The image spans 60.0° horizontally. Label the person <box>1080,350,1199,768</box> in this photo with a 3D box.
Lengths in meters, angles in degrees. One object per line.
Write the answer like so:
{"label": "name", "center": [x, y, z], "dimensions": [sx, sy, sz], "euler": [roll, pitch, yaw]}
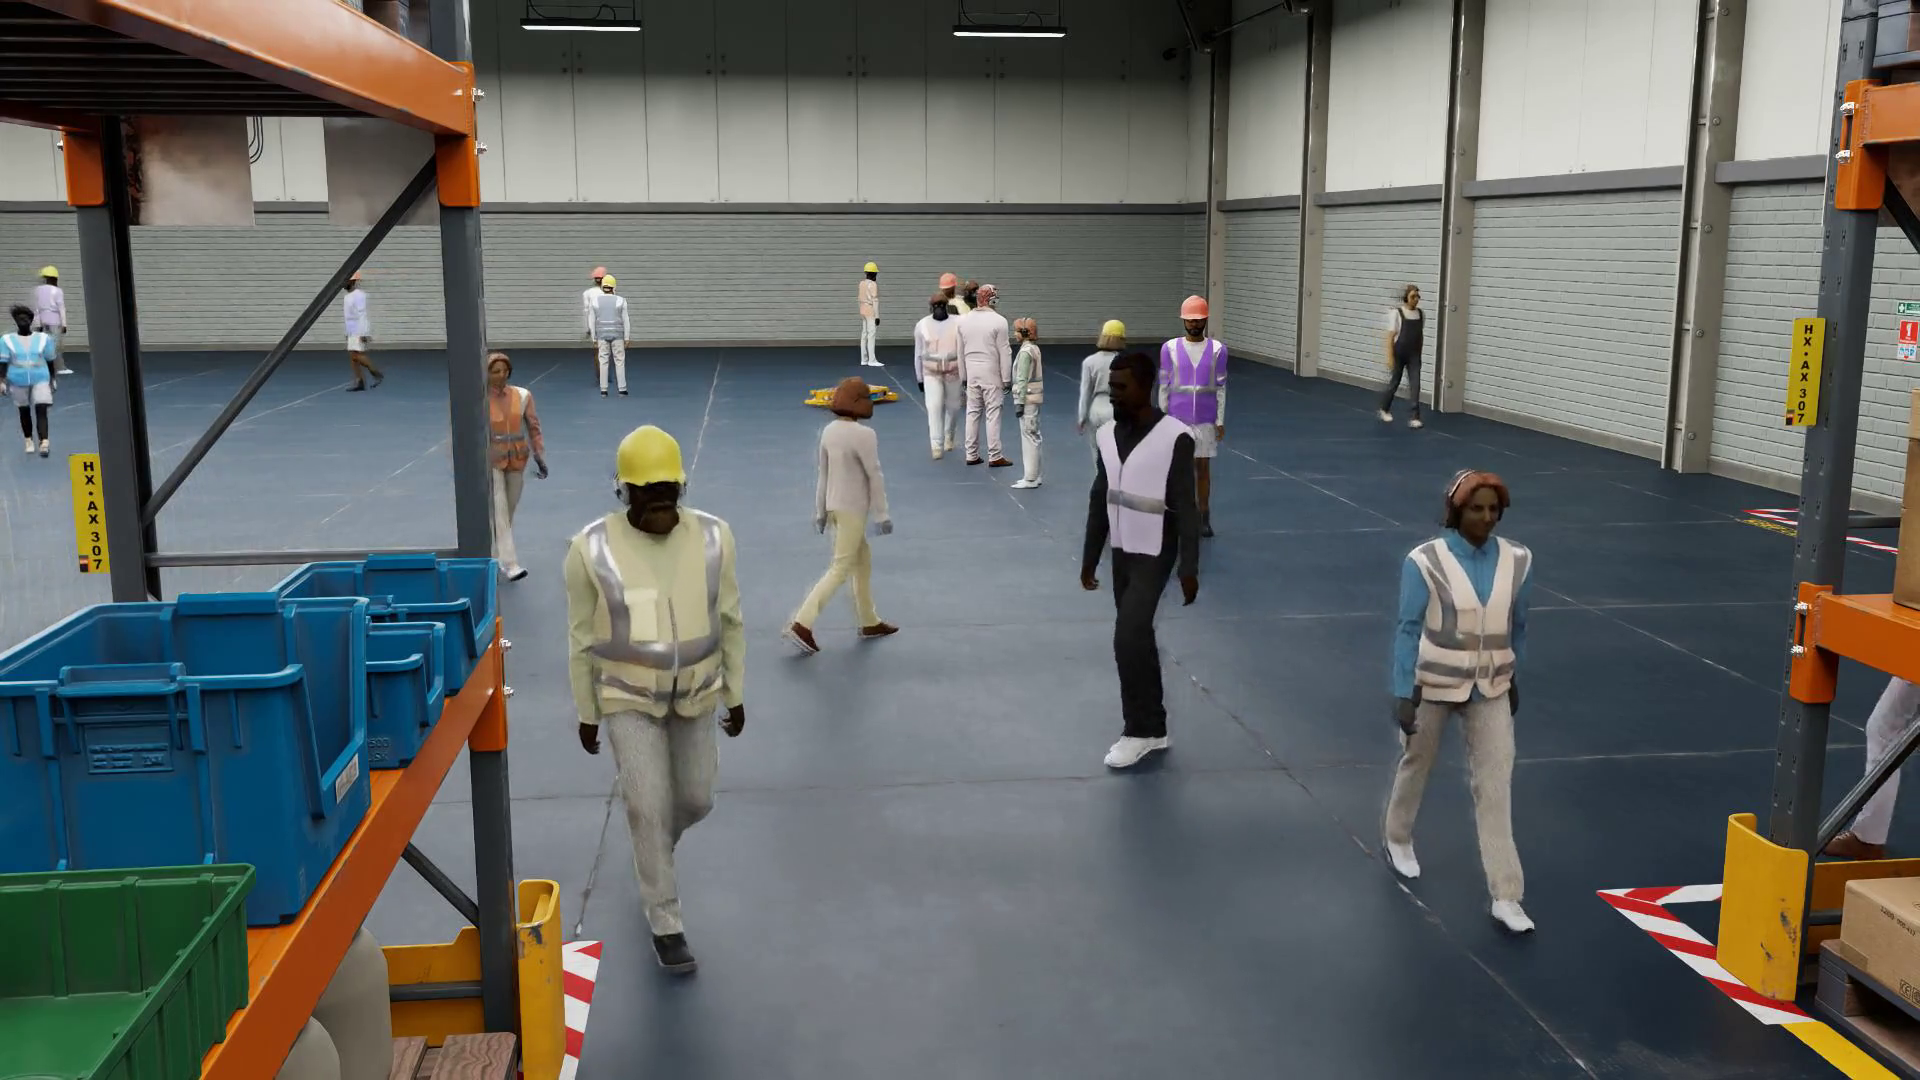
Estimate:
{"label": "person", "center": [0.757, 0.089, 7.572], "dimensions": [0.638, 1.894, 0.636], "euler": [-7, 12, -33]}

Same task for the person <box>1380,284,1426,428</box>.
{"label": "person", "center": [5.668, -2.363, 21.269], "dimensions": [0.522, 1.818, 0.921], "euler": [-2, 11, -13]}

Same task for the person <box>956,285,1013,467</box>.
{"label": "person", "center": [0.286, -1.719, 17.464], "dimensions": [0.652, 1.906, 0.409], "euler": [8, 13, 36]}

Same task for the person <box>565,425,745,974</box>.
{"label": "person", "center": [-1.039, 0.492, 5.646], "dimensions": [0.589, 1.803, 0.724], "euler": [-5, 12, -27]}

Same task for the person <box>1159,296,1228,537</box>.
{"label": "person", "center": [1.868, -0.985, 13.358], "dimensions": [0.545, 1.938, 0.362], "euler": [0, 10, 2]}

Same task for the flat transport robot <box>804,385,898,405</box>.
{"label": "flat transport robot", "center": [-1.559, -2.090, 23.986], "dimensions": [0.652, 0.197, 1.431], "euler": [6, 12, 31]}

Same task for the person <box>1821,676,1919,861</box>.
{"label": "person", "center": [3.720, 0.383, 6.158], "dimensions": [0.878, 1.833, 0.526], "euler": [9, 13, 39]}

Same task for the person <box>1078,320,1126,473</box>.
{"label": "person", "center": [1.309, -1.055, 14.412], "dimensions": [0.495, 1.683, 0.908], "euler": [4, 11, 21]}

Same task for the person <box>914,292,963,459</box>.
{"label": "person", "center": [-0.188, -1.824, 18.315], "dimensions": [0.630, 1.817, 0.811], "euler": [-1, 10, -3]}

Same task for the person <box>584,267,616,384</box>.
{"label": "person", "center": [-5.852, -3.492, 27.162], "dimensions": [0.542, 1.924, 0.430], "euler": [1, 10, 4]}

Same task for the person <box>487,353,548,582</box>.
{"label": "person", "center": [-3.188, -0.509, 11.696], "dimensions": [0.518, 1.591, 0.876], "euler": [-8, 13, -38]}

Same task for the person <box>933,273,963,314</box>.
{"label": "person", "center": [-0.125, -2.837, 23.617], "dimensions": [0.549, 1.906, 0.552], "euler": [3, 11, 15]}

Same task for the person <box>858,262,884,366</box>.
{"label": "person", "center": [-1.672, -4.202, 31.018], "dimensions": [0.369, 1.928, 0.586], "euler": [-7, 12, -33]}

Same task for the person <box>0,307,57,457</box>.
{"label": "person", "center": [-10.232, -1.737, 18.262], "dimensions": [0.549, 1.643, 0.898], "euler": [-5, 12, -28]}

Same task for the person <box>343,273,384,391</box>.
{"label": "person", "center": [-9.402, -3.263, 25.913], "dimensions": [0.515, 1.922, 0.545], "euler": [-9, 14, -40]}

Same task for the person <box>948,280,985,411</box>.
{"label": "person", "center": [0.123, -2.723, 23.255], "dimensions": [0.630, 1.819, 0.856], "euler": [-7, 12, -32]}

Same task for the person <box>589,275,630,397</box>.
{"label": "person", "center": [-5.260, -3.065, 25.048], "dimensions": [0.586, 1.833, 0.403], "euler": [-1, 10, -4]}

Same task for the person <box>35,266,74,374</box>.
{"label": "person", "center": [-15.833, -3.802, 28.917], "dimensions": [0.596, 1.904, 0.811], "euler": [4, 11, 21]}

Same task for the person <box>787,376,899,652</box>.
{"label": "person", "center": [-0.707, -0.160, 9.753], "dimensions": [0.803, 1.601, 0.494], "euler": [-7, 12, -32]}

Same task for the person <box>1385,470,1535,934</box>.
{"label": "person", "center": [1.793, 0.534, 5.980], "dimensions": [0.543, 1.590, 0.884], "euler": [-2, 10, -9]}

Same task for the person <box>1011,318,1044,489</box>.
{"label": "person", "center": [0.652, -1.310, 15.979], "dimensions": [0.312, 1.635, 0.516], "euler": [2, 11, 12]}
